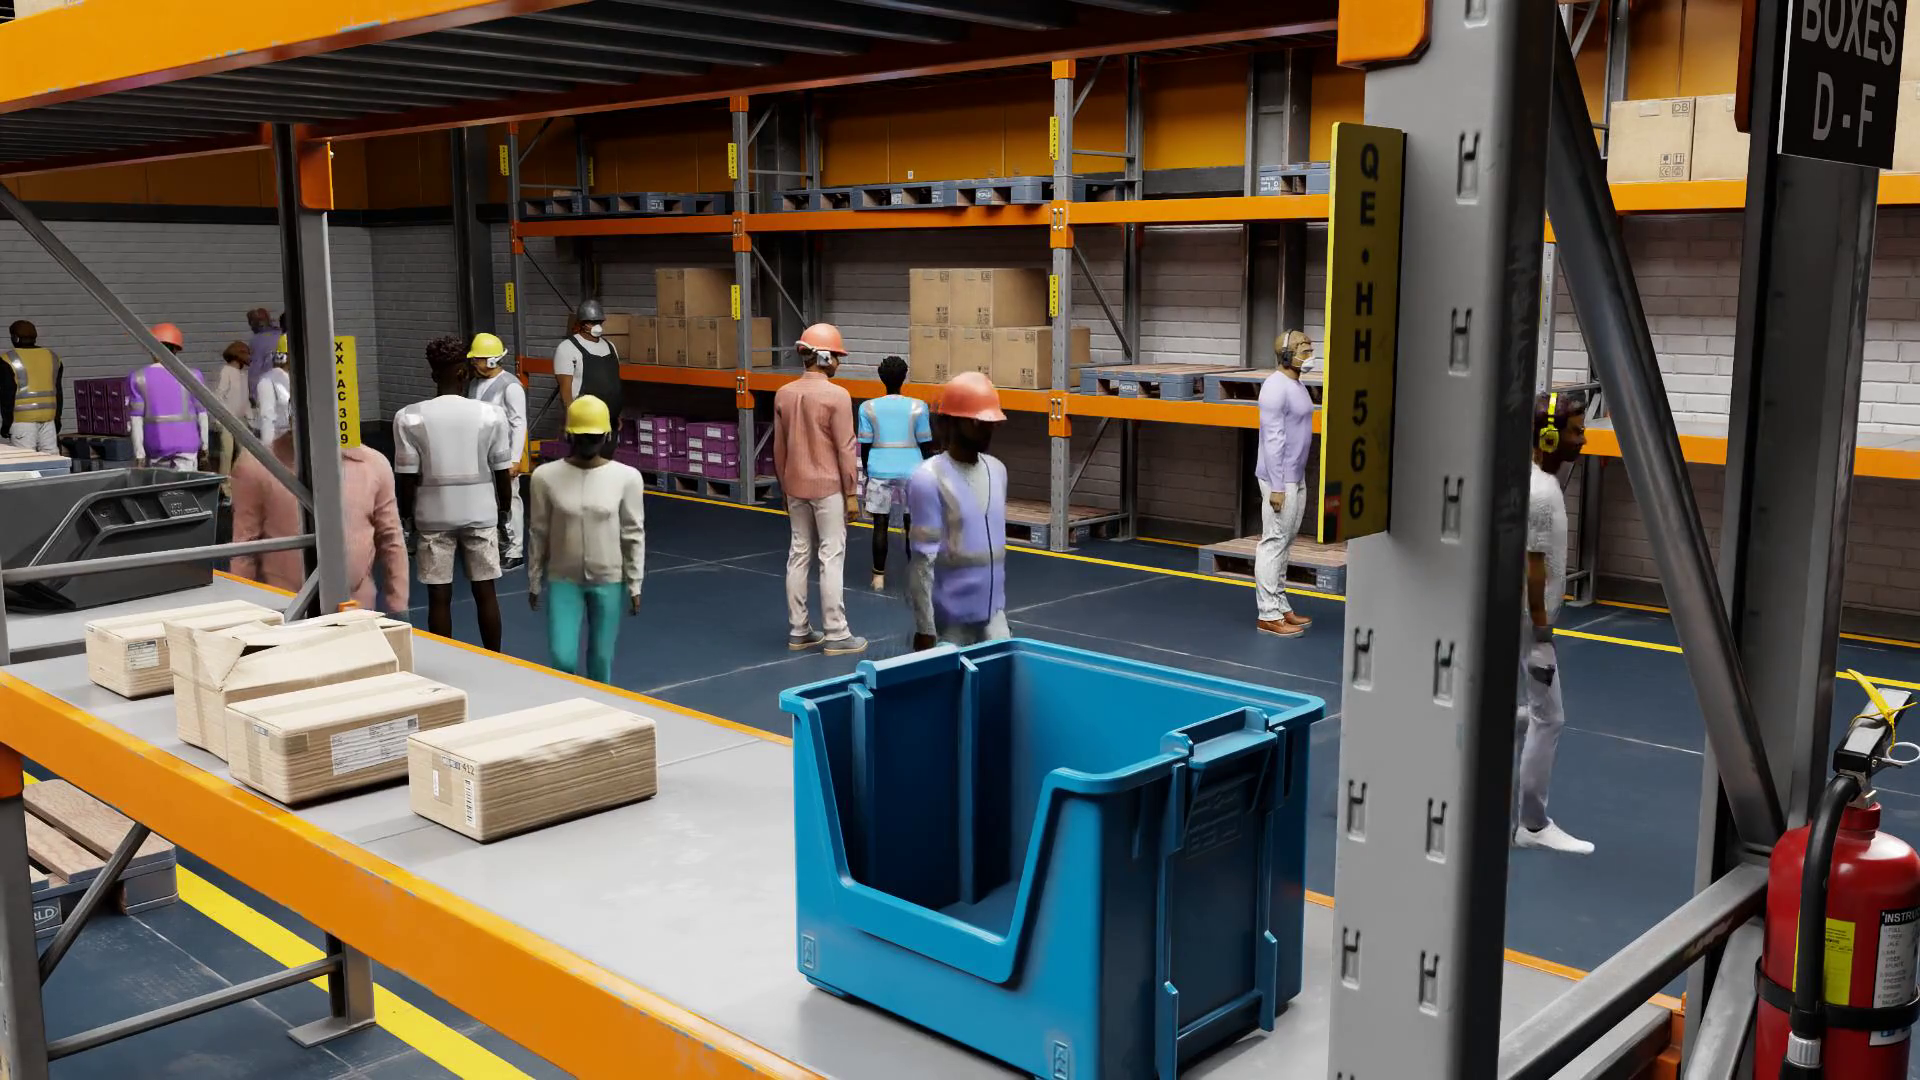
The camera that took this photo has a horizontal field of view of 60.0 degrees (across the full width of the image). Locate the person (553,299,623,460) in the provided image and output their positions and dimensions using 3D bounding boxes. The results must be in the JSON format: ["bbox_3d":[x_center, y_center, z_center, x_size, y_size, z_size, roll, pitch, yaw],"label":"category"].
[{"bbox_3d":[-3.341,-1.185,15.280,0.538,2.000,0.684,7,11,35],"label":"person"}]

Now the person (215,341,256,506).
[{"bbox_3d":[-7.154,-1.148,16.380,0.305,1.610,0.609,1,9,4],"label":"person"}]

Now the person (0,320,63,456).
[{"bbox_3d":[-8.673,-1.124,15.514,0.429,1.842,0.635,4,10,23],"label":"person"}]

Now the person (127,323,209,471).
[{"bbox_3d":[-6.138,-0.731,12.973,0.545,1.887,0.889,-3,10,-19],"label":"person"}]

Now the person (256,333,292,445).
[{"bbox_3d":[-5.321,-0.760,13.332,0.413,1.822,0.614,4,10,21],"label":"person"}]

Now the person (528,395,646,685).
[{"bbox_3d":[-1.712,0.199,7.664,0.538,1.740,0.390,-2,10,-14],"label":"person"}]

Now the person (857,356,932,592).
[{"bbox_3d":[-0.465,-0.468,11.932,0.535,1.699,0.318,0,9,-1],"label":"person"}]

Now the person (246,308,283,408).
[{"bbox_3d":[-7.876,-1.724,19.110,0.451,1.868,0.687,3,10,17],"label":"person"}]

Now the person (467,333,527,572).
[{"bbox_3d":[-3.567,-0.667,12.748,0.591,1.829,0.404,8,12,39],"label":"person"}]

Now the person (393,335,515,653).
[{"bbox_3d":[-2.708,-0.112,8.933,0.613,1.961,0.362,-4,10,-23],"label":"person"}]

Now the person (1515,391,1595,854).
[{"bbox_3d":[2.215,0.328,6.595,0.599,1.851,0.520,3,10,18],"label":"person"}]

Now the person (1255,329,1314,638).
[{"bbox_3d":[2.071,-0.364,10.559,0.373,1.940,0.628,4,10,24],"label":"person"}]

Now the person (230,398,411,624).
[{"bbox_3d":[-2.571,0.279,6.801,0.686,1.875,0.852,-7,12,-36],"label":"person"}]

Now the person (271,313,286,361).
[{"bbox_3d":[-6.547,-1.349,16.712,0.665,1.897,0.636,7,12,37],"label":"person"}]

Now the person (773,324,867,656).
[{"bbox_3d":[-0.842,-0.302,10.024,0.608,1.988,0.392,7,12,37],"label":"person"}]

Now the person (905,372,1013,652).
[{"bbox_3d":[-0.034,0.255,6.859,0.848,1.913,0.556,9,13,43],"label":"person"}]

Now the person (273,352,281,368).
[{"bbox_3d":[-5.983,-0.929,14.940,0.275,1.636,0.507,5,11,29],"label":"person"}]
